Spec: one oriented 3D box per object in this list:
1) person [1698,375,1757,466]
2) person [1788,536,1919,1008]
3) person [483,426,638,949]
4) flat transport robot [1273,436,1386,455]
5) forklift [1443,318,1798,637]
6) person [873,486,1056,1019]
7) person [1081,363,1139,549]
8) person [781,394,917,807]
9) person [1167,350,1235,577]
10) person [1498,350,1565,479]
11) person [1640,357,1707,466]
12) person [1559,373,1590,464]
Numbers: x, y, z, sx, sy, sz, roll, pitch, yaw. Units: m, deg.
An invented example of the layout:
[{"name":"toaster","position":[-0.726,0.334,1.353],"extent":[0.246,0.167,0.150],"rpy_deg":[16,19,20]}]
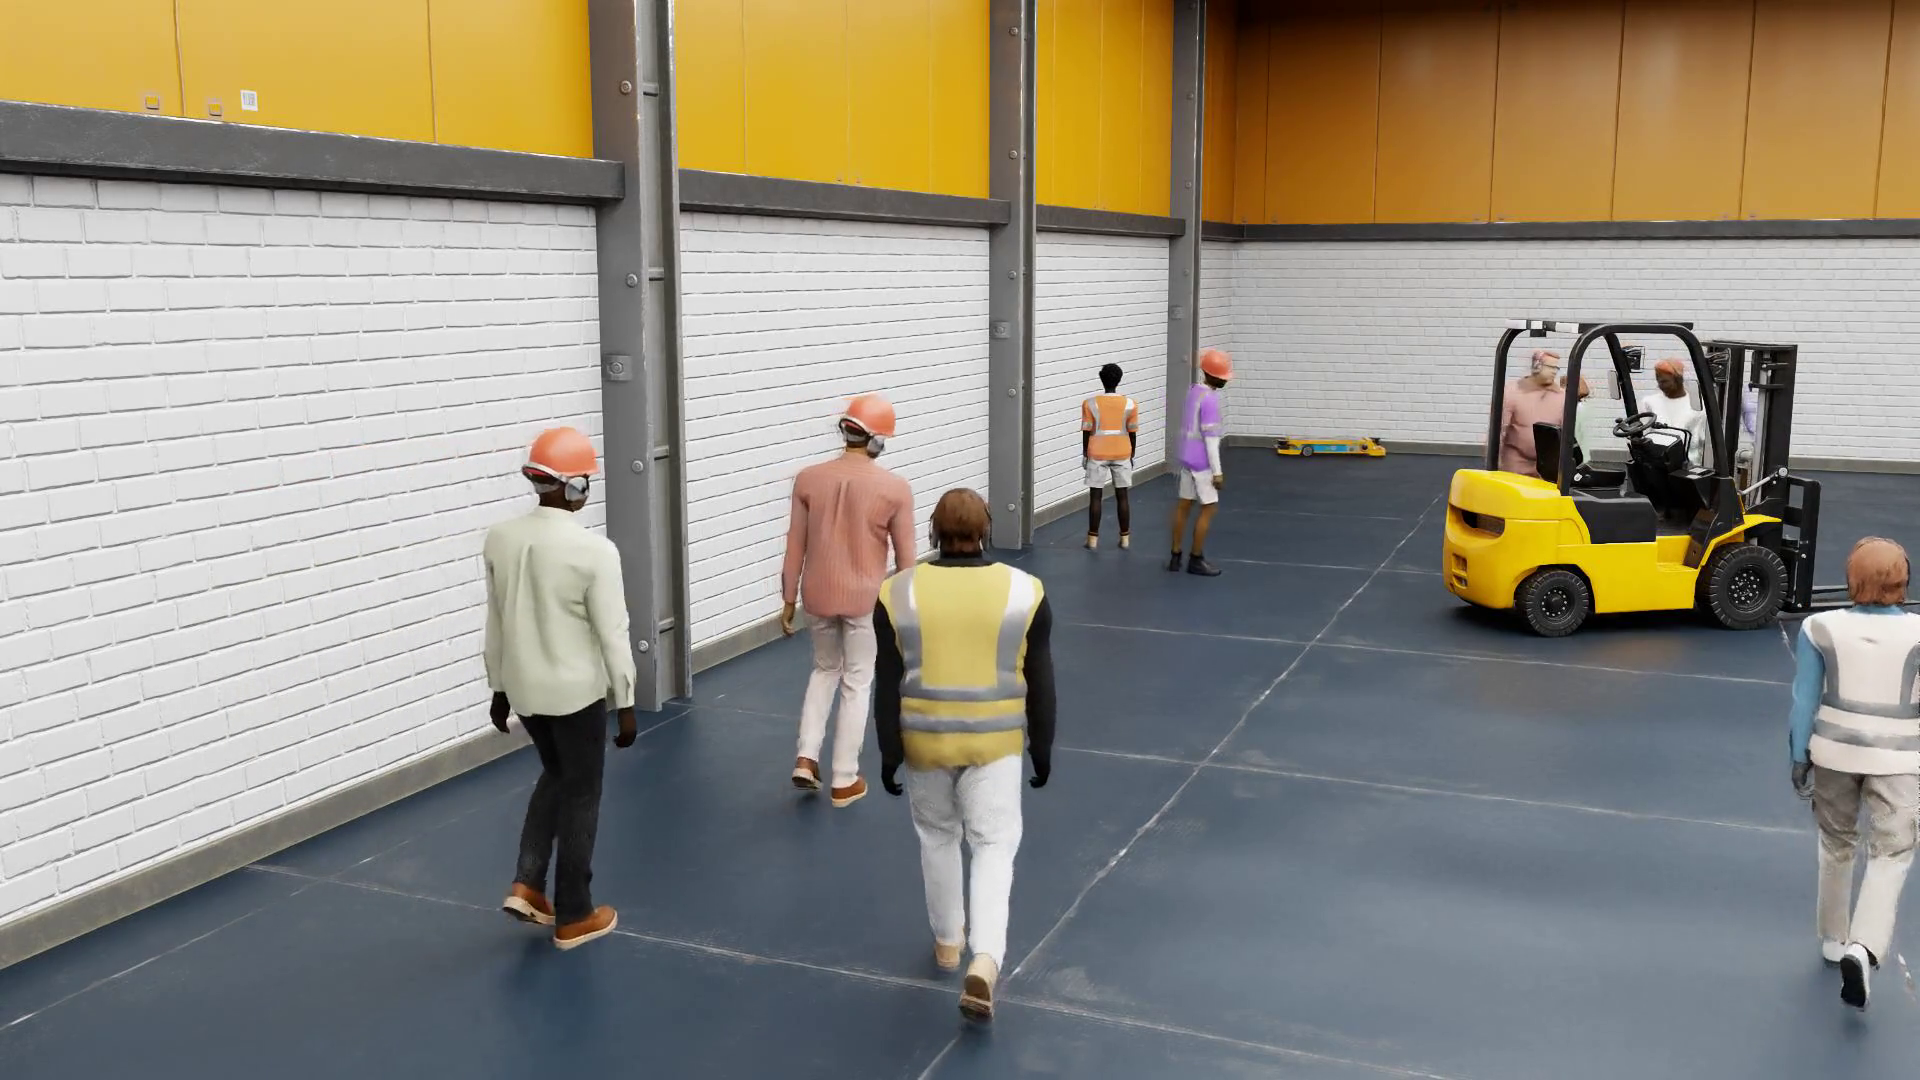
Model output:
[{"name":"person","position":[6.950,-0.853,15.082],"extent":[0.647,1.881,1.032],"rpy_deg":[-6,11,-33]},{"name":"person","position":[3.174,0.802,5.847],"extent":[0.505,1.618,0.705],"rpy_deg":[7,12,37]},{"name":"person","position":[-1.476,0.558,6.245],"extent":[0.643,1.974,0.441],"rpy_deg":[5,11,28]},{"name":"flat transport robot","position":[5.015,-1.289,22.604],"extent":[1.431,0.197,0.652],"rpy_deg":[1,9,5]},{"name":"forklift","position":[4.706,-0.497,11.990],"extent":[2.313,2.155,1.214],"rpy_deg":[-2,10,-10]},{"name":"person","position":[0.017,0.719,5.787],"extent":[0.632,1.814,0.842],"rpy_deg":[0,9,2]},{"name":"person","position":[1.352,-0.752,15.072],"extent":[0.530,1.690,0.321],"rpy_deg":[-1,9,-5]},{"name":"person","position":[-0.506,0.286,7.970],"extent":[0.647,1.956,0.516],"rpy_deg":[3,10,15]},{"name":"person","position":[1.981,-0.644,13.827],"extent":[0.438,1.889,0.720],"rpy_deg":[-2,10,-9]},{"name":"person","position":[4.674,-0.624,13.719],"extent":[0.757,1.883,0.579],"rpy_deg":[-1,9,-4]},{"name":"person","position":[5.771,-0.550,13.369],"extent":[0.605,1.859,0.730],"rpy_deg":[8,12,41]},{"name":"person","position":[5.443,-0.680,14.860],"extent":[0.450,1.620,0.509],"rpy_deg":[7,12,37]}]
